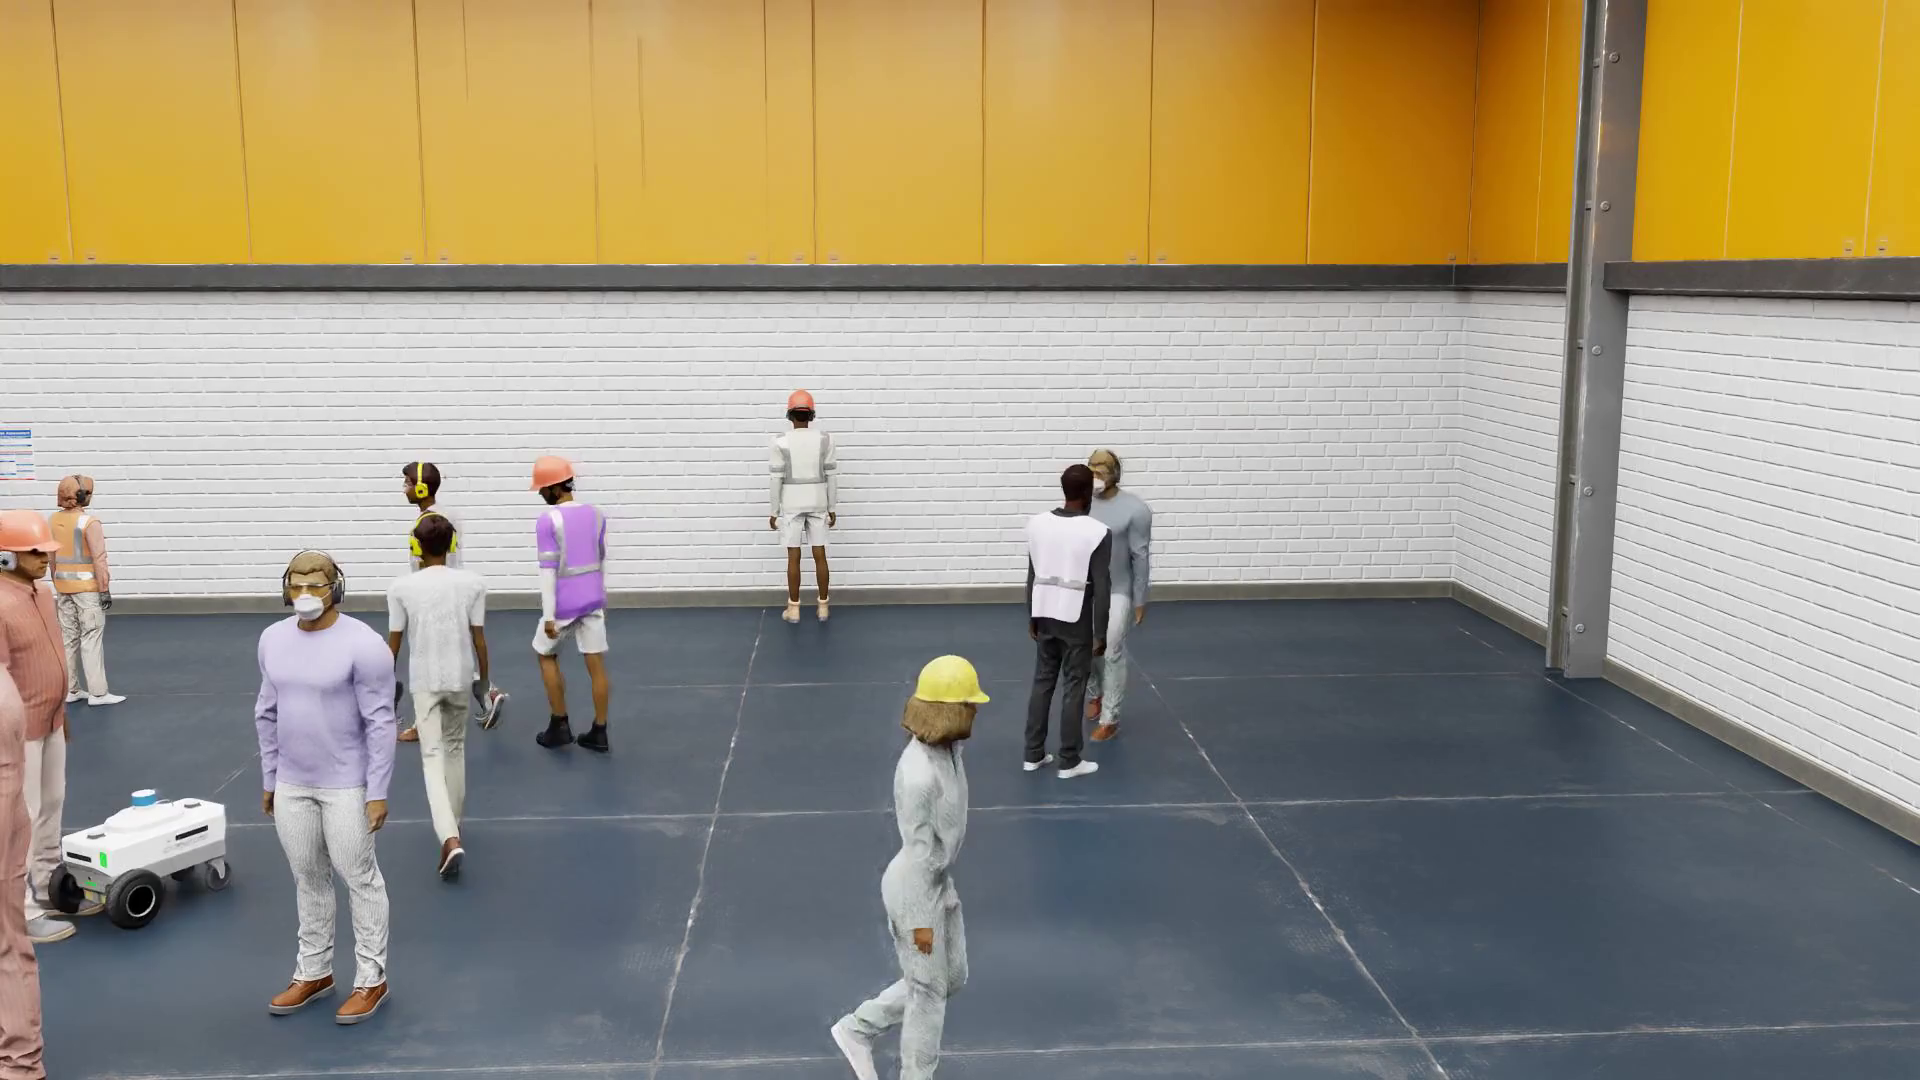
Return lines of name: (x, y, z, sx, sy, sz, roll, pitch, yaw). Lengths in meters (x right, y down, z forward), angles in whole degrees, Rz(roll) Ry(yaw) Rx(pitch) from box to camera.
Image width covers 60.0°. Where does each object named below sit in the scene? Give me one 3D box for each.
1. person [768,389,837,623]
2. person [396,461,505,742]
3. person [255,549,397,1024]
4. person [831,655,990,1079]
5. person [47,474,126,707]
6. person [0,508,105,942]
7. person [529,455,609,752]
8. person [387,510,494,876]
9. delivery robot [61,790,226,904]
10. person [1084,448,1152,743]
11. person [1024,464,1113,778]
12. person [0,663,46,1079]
person: (-1.376, -0.294, 14.552, 0.605, 2.045, 0.381, -3, 9, -17)
person: (-3.359, 0.408, 10.756, 0.649, 1.849, 0.536, 1, 9, 6)
person: (-2.590, 0.996, 6.783, 0.633, 1.940, 0.368, 3, 9, 17)
person: (-0.164, 1.245, 5.900, 0.537, 1.728, 0.480, 3, 9, 15)
person: (-6.189, 0.359, 11.718, 0.522, 1.638, 0.310, 4, 10, 24)
person: (-4.249, 0.838, 7.621, 0.396, 1.986, 0.623, -1, 9, -5)
person: (-2.494, 0.401, 10.620, 0.635, 1.903, 0.599, 8, 12, 40)
person: (-2.679, 0.768, 8.576, 0.528, 1.837, 0.924, -5, 10, -28)
delivery robot: (-3.907, 1.446, 7.994, 0.477, 0.478, 0.707, 5, 10, 27)
person: (0.950, 0.355, 10.866, 0.631, 1.926, 0.468, 5, 10, 28)
person: (0.647, 0.492, 10.113, 0.598, 1.899, 0.430, 7, 11, 35)
person: (-3.618, 1.122, 6.088, 0.406, 1.911, 0.636, -6, 11, -34)
